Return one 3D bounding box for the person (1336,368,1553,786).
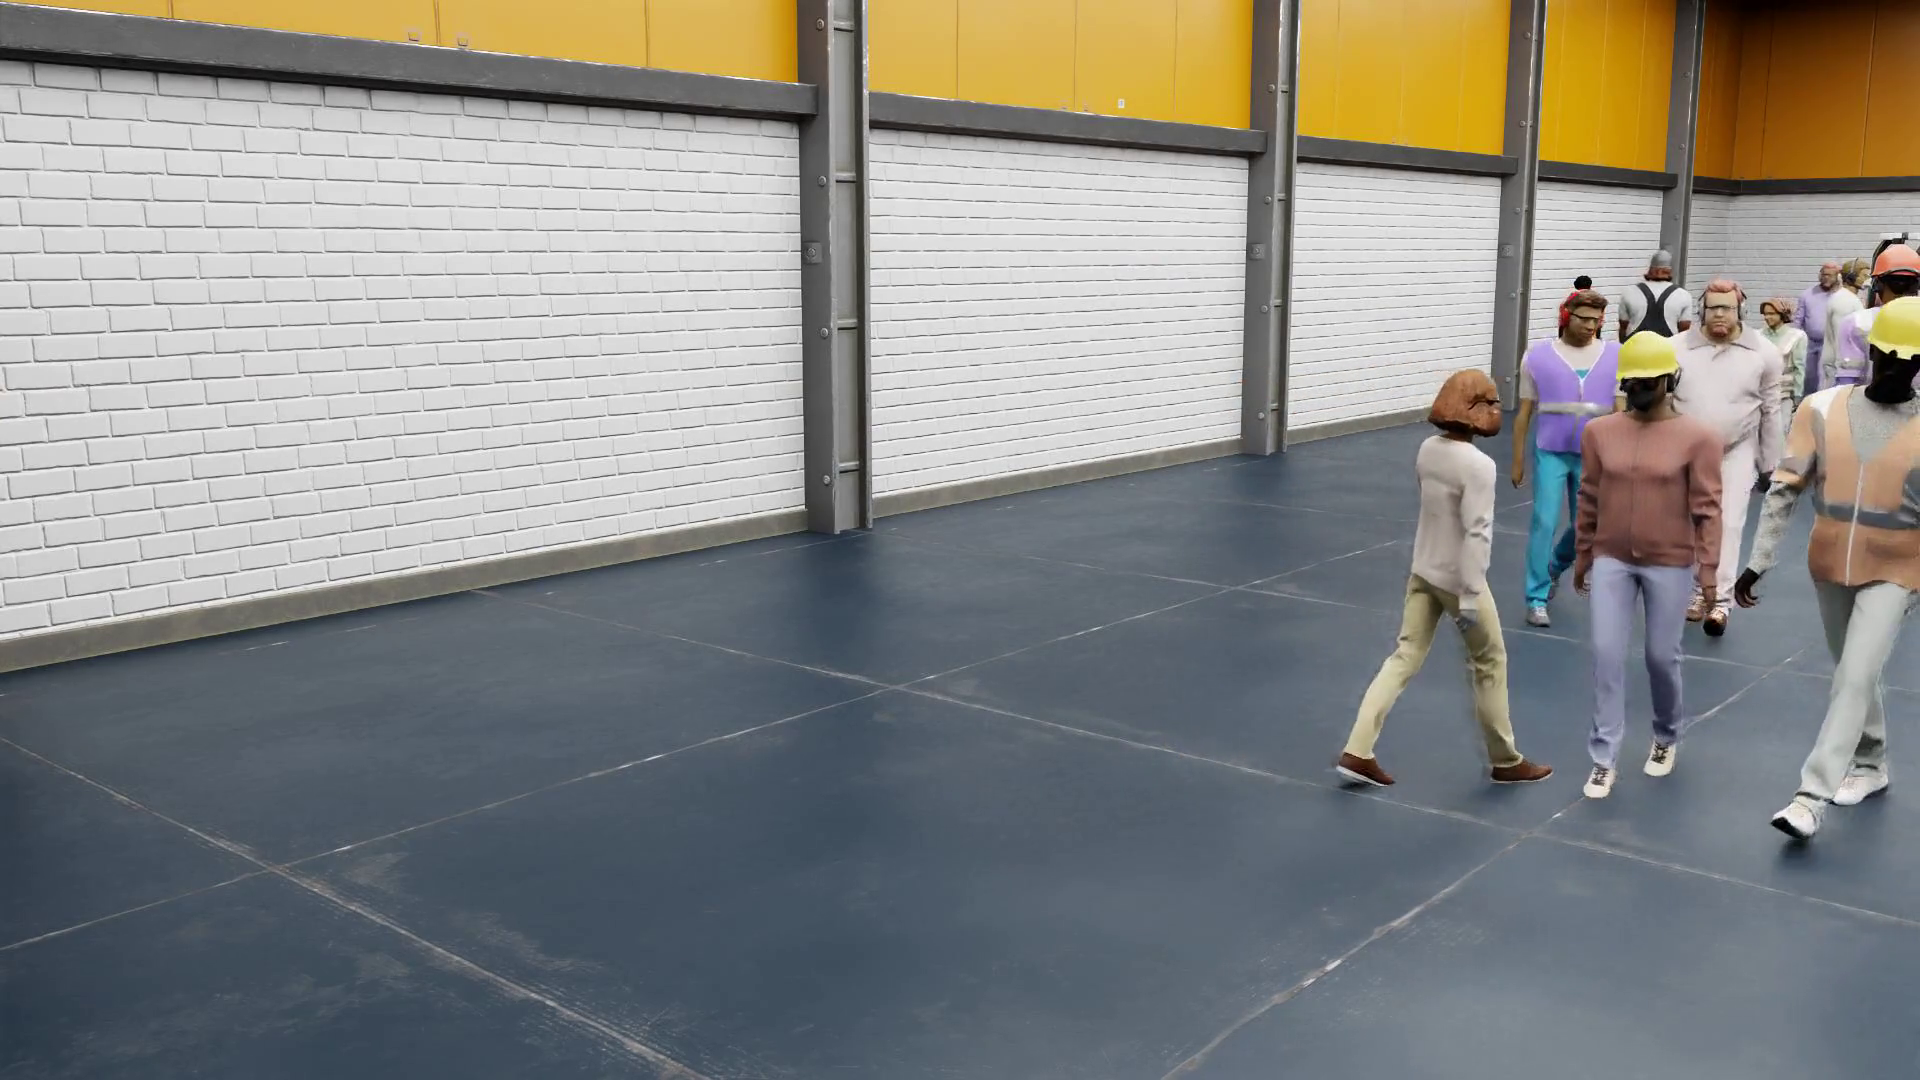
[{"bbox_3d":[1.815,0.153,6.213,0.845,1.595,0.507,-3,10,-17],"label":"person"}]

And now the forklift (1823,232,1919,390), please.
[{"bbox_3d":[9.955,-1.972,16.595,2.313,2.155,1.214,1,10,8],"label":"forklift"}]

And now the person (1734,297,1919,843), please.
[{"bbox_3d":[3.098,0.100,5.742,1.033,1.855,0.621,-8,12,-37],"label":"person"}]

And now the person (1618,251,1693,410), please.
[{"bbox_3d":[7.031,-1.940,16.852,0.687,2.000,0.989,5,11,25],"label":"person"}]

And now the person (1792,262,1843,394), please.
[{"bbox_3d":[10.136,-2.318,19.507,0.917,1.872,0.642,-10,14,-43],"label":"person"}]

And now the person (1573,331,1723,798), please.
[{"bbox_3d":[2.573,0.083,6.267,0.559,1.747,0.586,7,12,36],"label":"person"}]

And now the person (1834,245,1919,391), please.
[{"bbox_3d":[5.281,-0.656,9.533,0.616,2.041,0.381,1,10,4],"label":"person"}]

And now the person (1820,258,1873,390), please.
[{"bbox_3d":[7.863,-1.534,14.827,0.352,1.937,0.635,5,11,28],"label":"person"}]

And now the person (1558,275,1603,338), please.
[{"bbox_3d":[7.672,-2.425,20.613,0.529,1.691,0.318,3,10,15],"label":"person"}]

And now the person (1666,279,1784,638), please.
[{"bbox_3d":[3.941,-0.427,8.754,0.639,1.852,0.973,6,12,31],"label":"person"}]

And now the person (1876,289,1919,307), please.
[{"bbox_3d":[10.639,-2.163,18.592,0.855,1.875,0.644,-4,11,-20],"label":"person"}]

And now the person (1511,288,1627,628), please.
[{"bbox_3d":[3.302,-0.464,9.088,0.600,1.815,0.666,1,10,3],"label":"person"}]

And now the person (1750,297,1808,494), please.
[{"bbox_3d":[6.681,-1.175,13.674,0.447,1.622,0.526,-9,13,-42],"label":"person"}]
